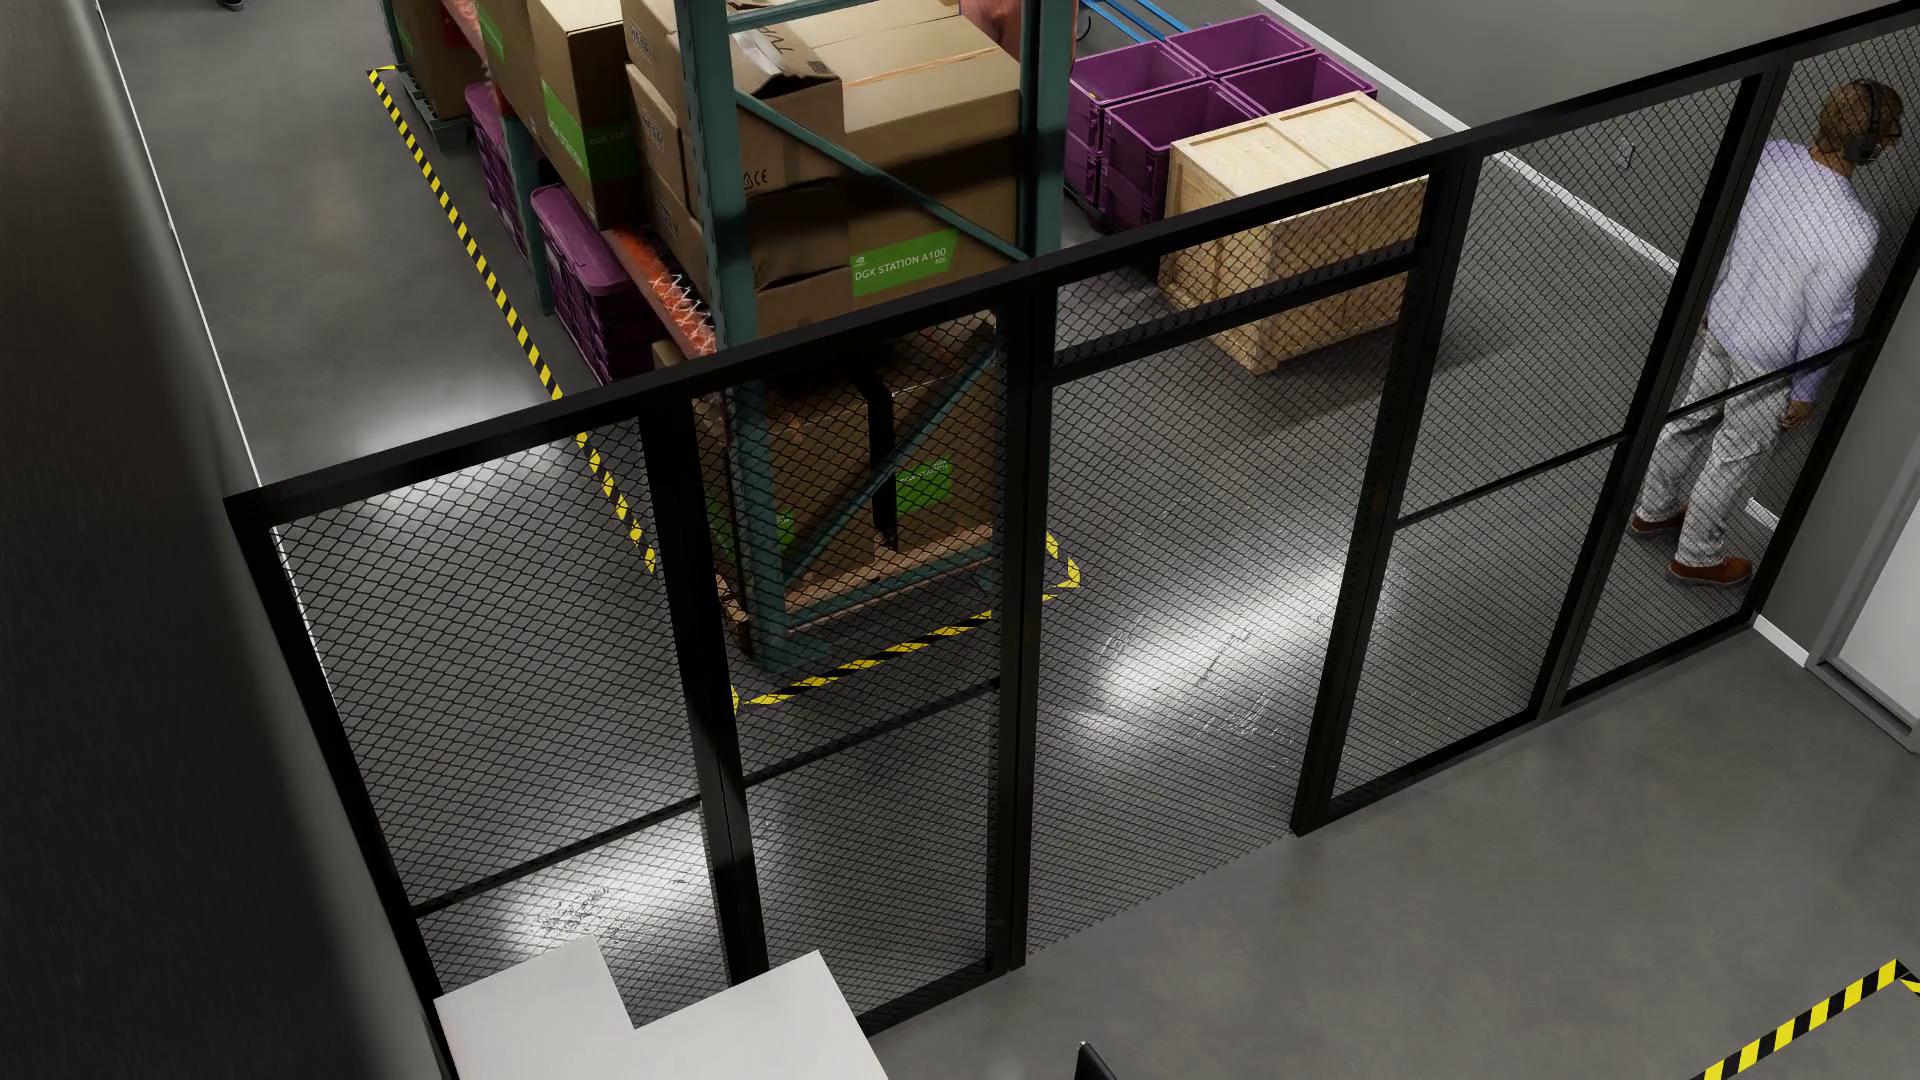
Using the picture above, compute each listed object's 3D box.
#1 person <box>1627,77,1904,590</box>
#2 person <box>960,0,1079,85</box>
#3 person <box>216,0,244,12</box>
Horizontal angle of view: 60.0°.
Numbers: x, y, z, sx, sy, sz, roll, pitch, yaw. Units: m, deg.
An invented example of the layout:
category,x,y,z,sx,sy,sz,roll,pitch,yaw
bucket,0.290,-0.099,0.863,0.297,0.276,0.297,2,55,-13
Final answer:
category,x,y,z,sx,sy,sz,roll,pitch,yaw
person,2.737,-0.671,5.679,0.355,1.938,0.636,-8,43,-9
person,0.221,-1.807,6.879,0.609,1.997,0.373,-31,51,-30
person,-4.208,-3.898,9.288,0.601,1.828,0.404,-26,48,-25
